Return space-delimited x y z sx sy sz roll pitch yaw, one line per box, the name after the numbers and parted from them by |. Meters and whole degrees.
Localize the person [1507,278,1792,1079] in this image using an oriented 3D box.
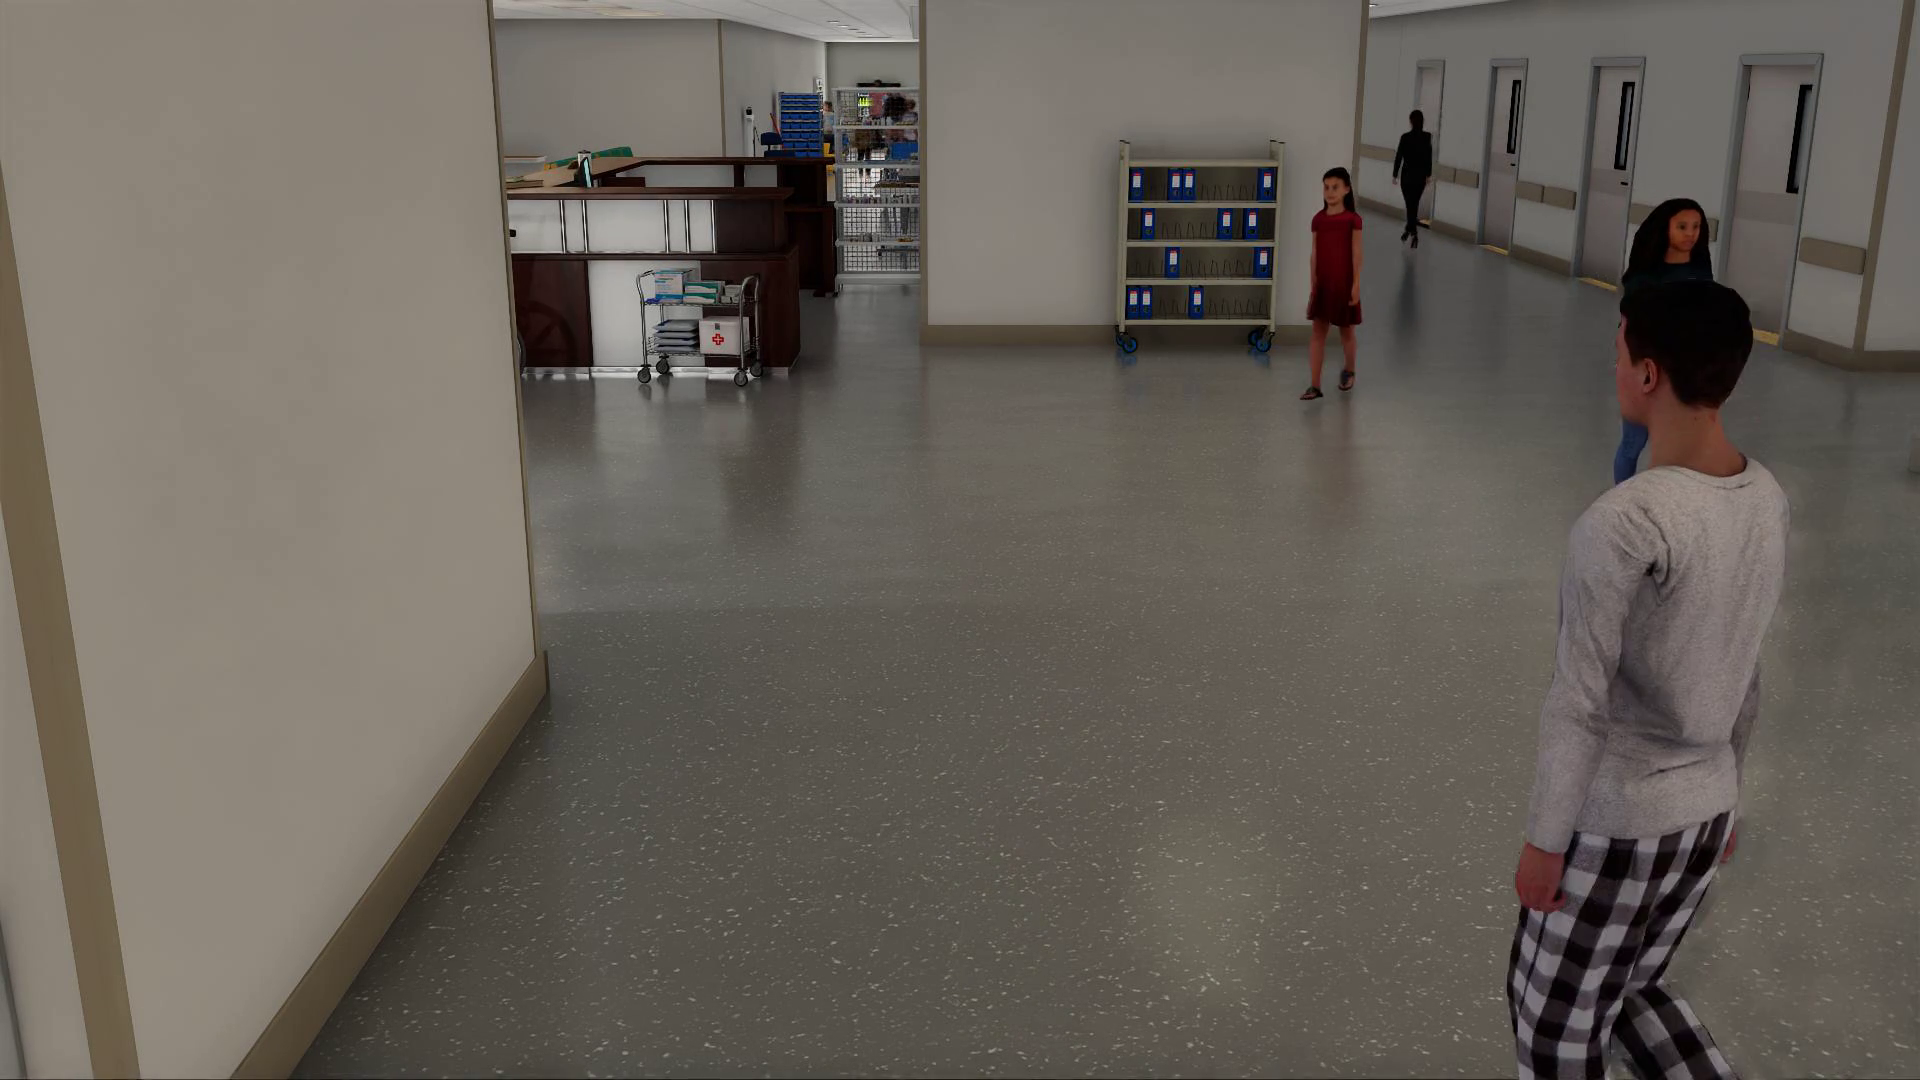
1.219 0.495 2.829 0.888 1.834 0.921 -11 19 -34 | person

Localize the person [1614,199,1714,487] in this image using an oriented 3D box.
3.236 -0.768 7.774 0.969 1.582 0.688 -1 16 -3 | person

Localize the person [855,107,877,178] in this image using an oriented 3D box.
-1.965 -8.217 34.481 0.876 1.427 0.675 -1 16 -3 | person

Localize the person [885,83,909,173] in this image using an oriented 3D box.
-1.360 -8.664 35.237 1.216 1.877 0.926 -4 16 -14 | person

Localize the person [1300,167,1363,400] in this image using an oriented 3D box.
2.586 -1.734 11.302 1.038 1.528 0.916 8 18 26 | person

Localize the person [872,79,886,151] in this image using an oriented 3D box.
-2.300 -11.947 46.776 0.984 1.936 0.997 -8 18 -27 | person

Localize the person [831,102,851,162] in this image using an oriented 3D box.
-2.957 -9.970 40.704 0.627 1.425 0.772 2 16 5 | person

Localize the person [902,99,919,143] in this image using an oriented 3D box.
-1.015 -8.128 33.898 0.996 1.572 0.772 4 16 12 | person

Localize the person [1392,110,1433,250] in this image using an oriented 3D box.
5.654 -4.438 20.630 0.941 1.669 0.684 -1 16 -2 | person

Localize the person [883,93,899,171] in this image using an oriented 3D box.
-1.474 -9.112 37.106 1.022 1.725 0.763 3 16 9 | person
